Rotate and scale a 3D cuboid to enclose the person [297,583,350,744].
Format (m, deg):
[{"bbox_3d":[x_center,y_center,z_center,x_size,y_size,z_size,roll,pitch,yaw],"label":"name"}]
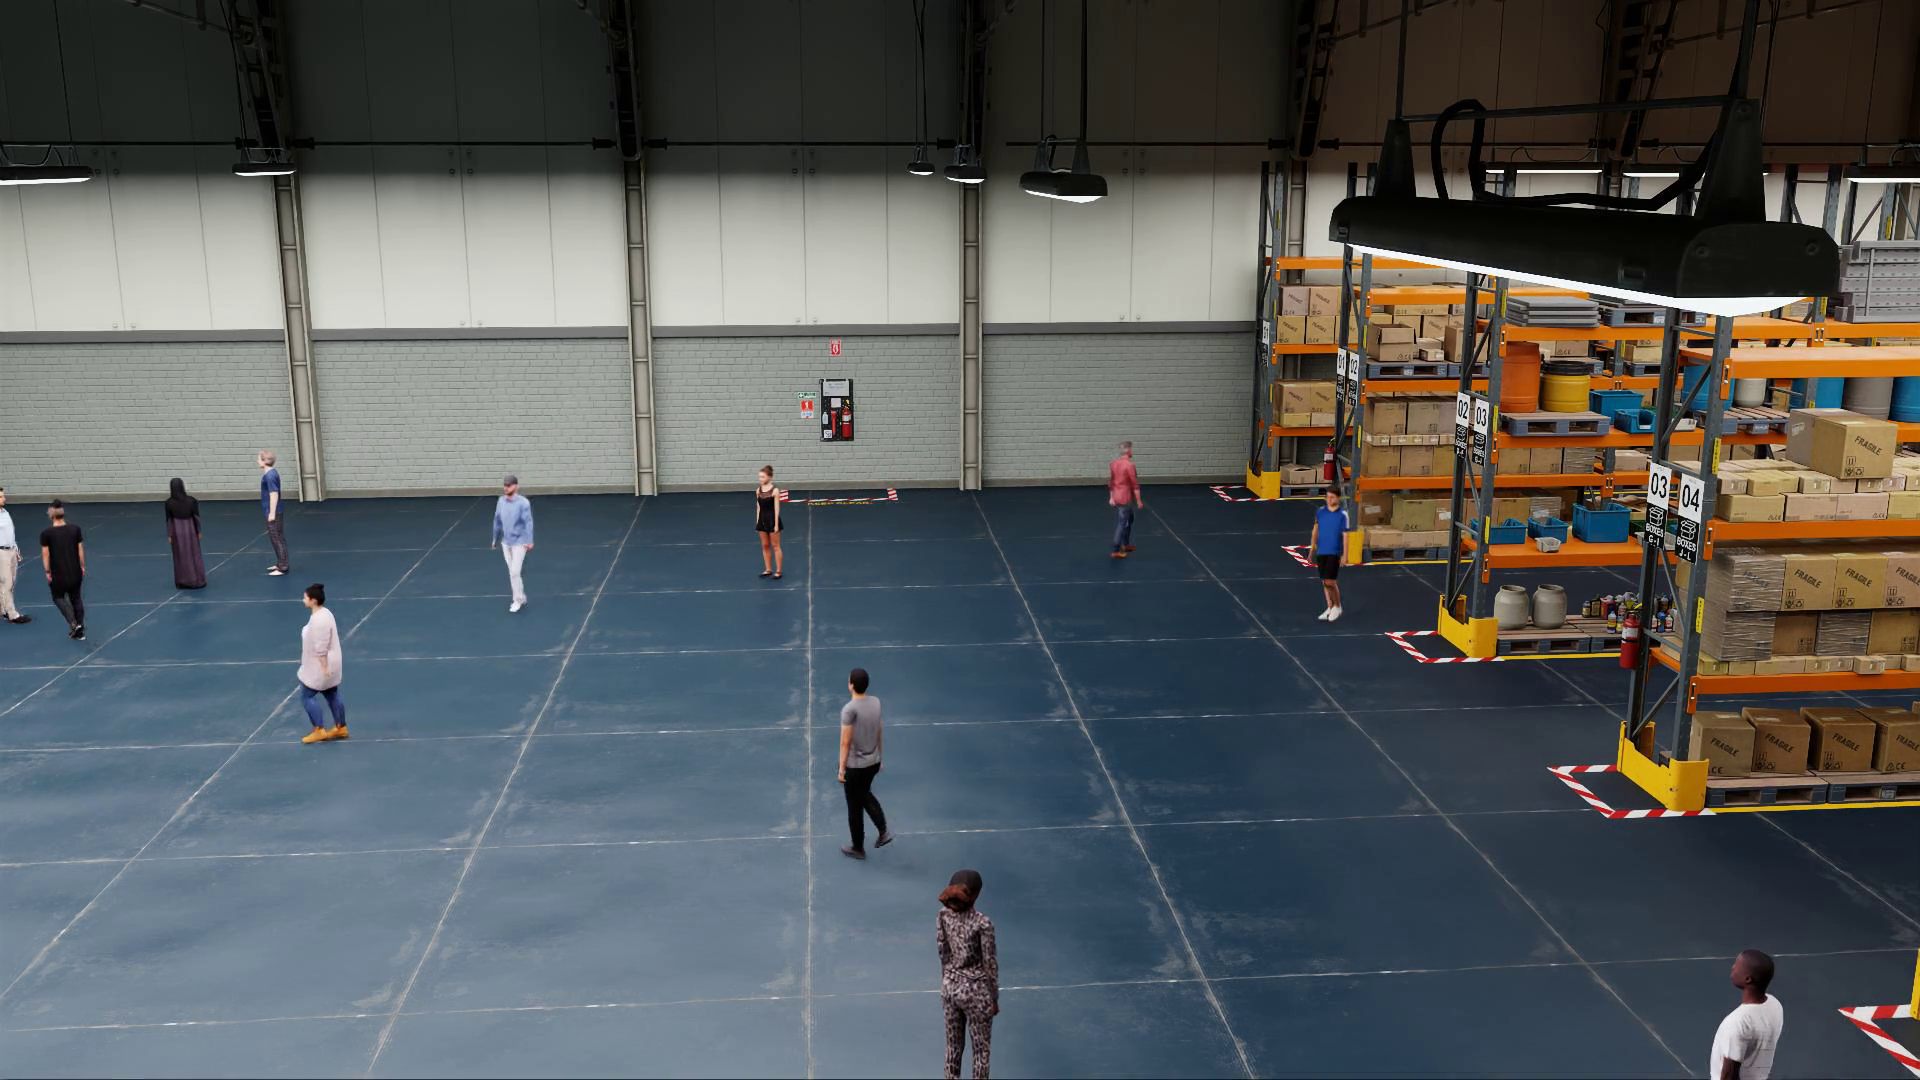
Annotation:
[{"bbox_3d":[-6.671,1.299,17.618,0.658,1.728,0.672,-1,13,-6],"label":"person"}]

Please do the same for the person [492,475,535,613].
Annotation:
[{"bbox_3d":[-6.079,0.012,22.864,0.906,1.868,0.936,6,14,25],"label":"person"}]

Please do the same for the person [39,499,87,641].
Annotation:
[{"bbox_3d":[-11.376,0.400,21.219,0.860,1.853,0.922,-12,18,-43],"label":"person"}]

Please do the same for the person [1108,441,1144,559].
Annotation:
[{"bbox_3d":[2.459,-0.605,25.657,0.938,1.811,0.845,-6,14,-23],"label":"person"}]

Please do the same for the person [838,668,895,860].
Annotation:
[{"bbox_3d":[-0.816,1.986,14.615,0.873,1.744,0.811,10,16,37],"label":"person"}]

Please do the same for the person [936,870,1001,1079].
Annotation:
[{"bbox_3d":[0.045,2.913,10.681,0.671,1.713,0.745,8,15,31],"label":"person"}]

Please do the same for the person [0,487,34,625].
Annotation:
[{"bbox_3d":[-12.752,0.192,22.127,0.728,1.850,0.665,0,13,-1],"label":"person"}]

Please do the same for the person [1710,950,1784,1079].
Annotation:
[{"bbox_3d":[4.428,3.180,9.300,1.045,1.815,1.042,-10,17,-38],"label":"person"}]

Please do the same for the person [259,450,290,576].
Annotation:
[{"bbox_3d":[-10.204,-0.421,24.730,0.657,1.870,0.725,-5,14,-21],"label":"person"}]

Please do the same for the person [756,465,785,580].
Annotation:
[{"bbox_3d":[-2.801,-0.268,24.491,0.673,1.680,0.751,8,15,32],"label":"person"}]

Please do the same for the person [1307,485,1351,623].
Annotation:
[{"bbox_3d":[5.003,0.165,22.241,0.850,1.851,0.801,-12,18,-42],"label":"person"}]

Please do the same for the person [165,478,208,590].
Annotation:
[{"bbox_3d":[-11.180,-0.109,23.947,0.617,1.615,0.733,-5,14,-21],"label":"person"}]
